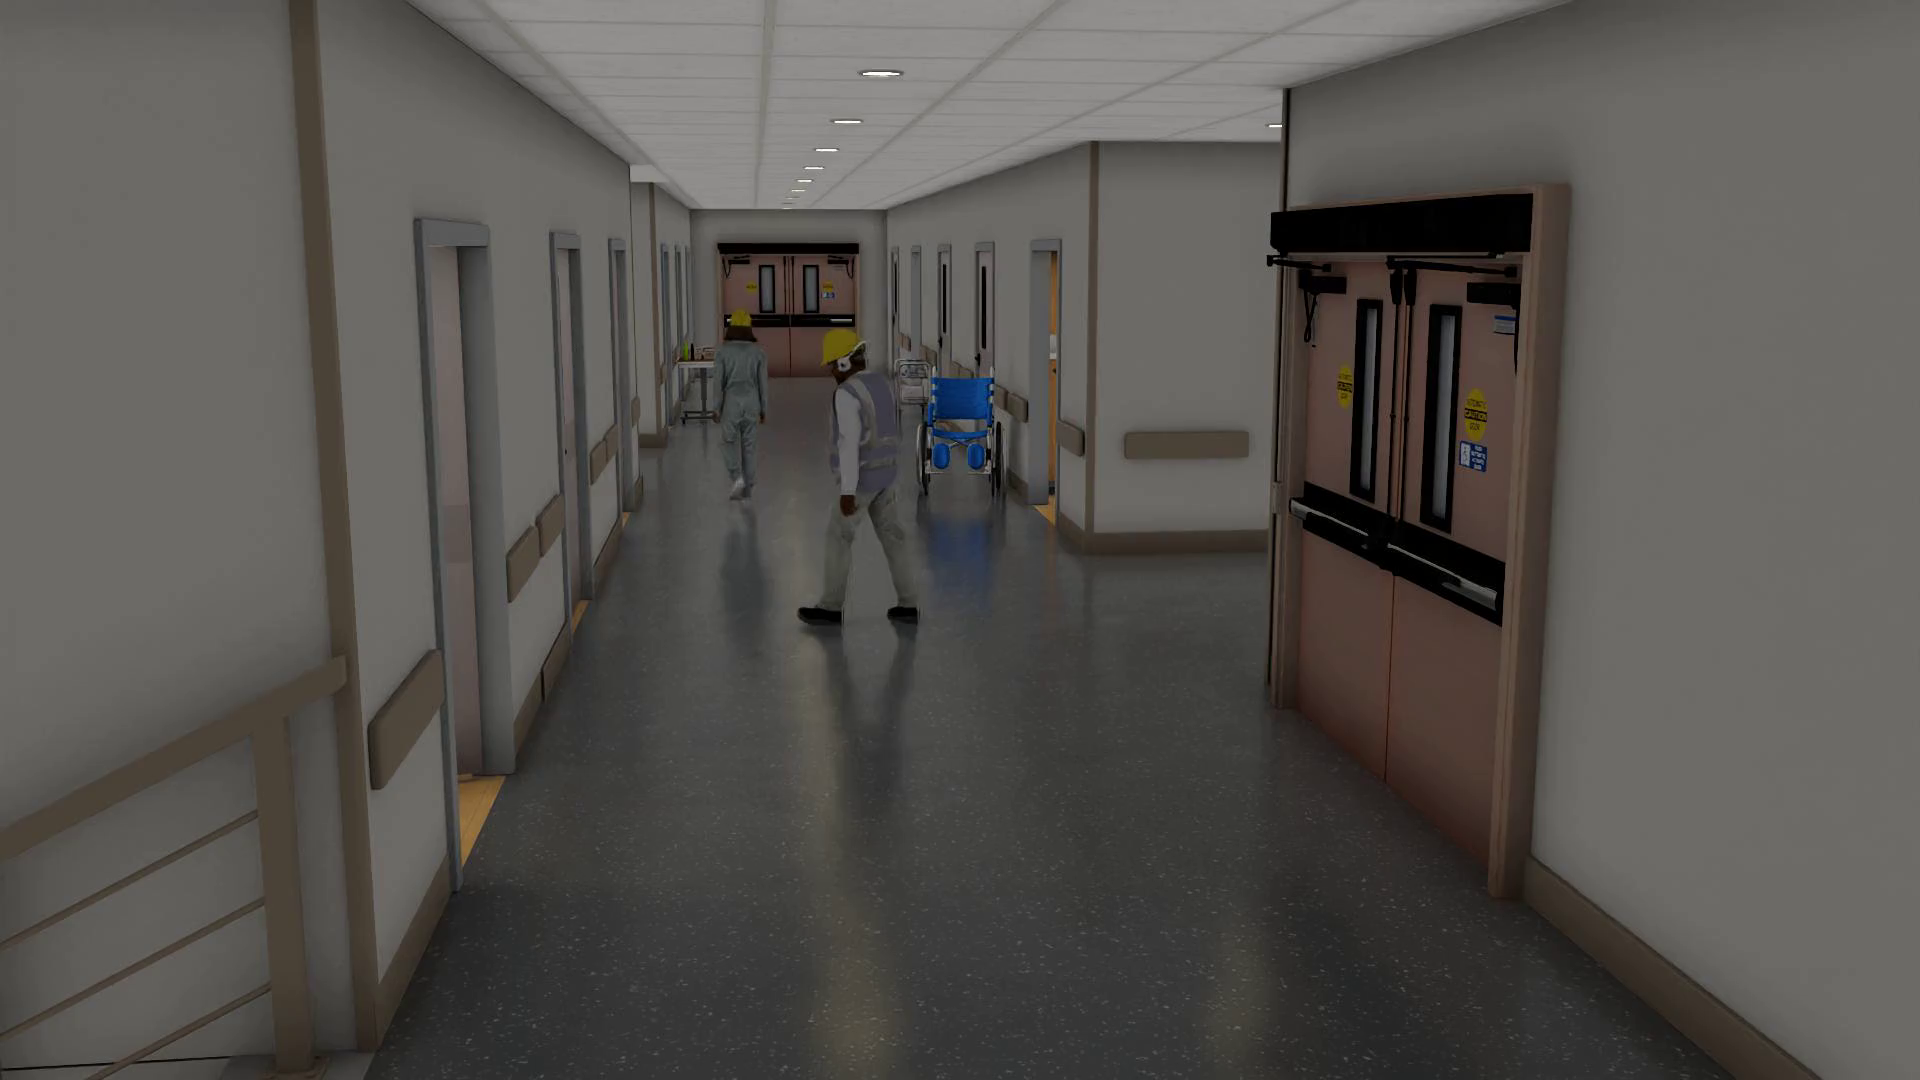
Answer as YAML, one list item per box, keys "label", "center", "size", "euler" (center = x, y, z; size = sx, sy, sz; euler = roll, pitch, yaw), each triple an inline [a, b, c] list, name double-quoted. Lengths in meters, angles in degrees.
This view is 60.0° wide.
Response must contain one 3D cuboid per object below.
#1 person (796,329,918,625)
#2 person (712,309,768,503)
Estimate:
- label: "person"
  center: [-0.616, -0.362, 9.918]
  size: [0.674, 1.795, 0.663]
  euler: [4, 11, 24]
- label: "person"
  center: [-1.943, -1.177, 14.766]
  size: [0.510, 1.728, 0.427]
  euler: [-4, 10, -21]
